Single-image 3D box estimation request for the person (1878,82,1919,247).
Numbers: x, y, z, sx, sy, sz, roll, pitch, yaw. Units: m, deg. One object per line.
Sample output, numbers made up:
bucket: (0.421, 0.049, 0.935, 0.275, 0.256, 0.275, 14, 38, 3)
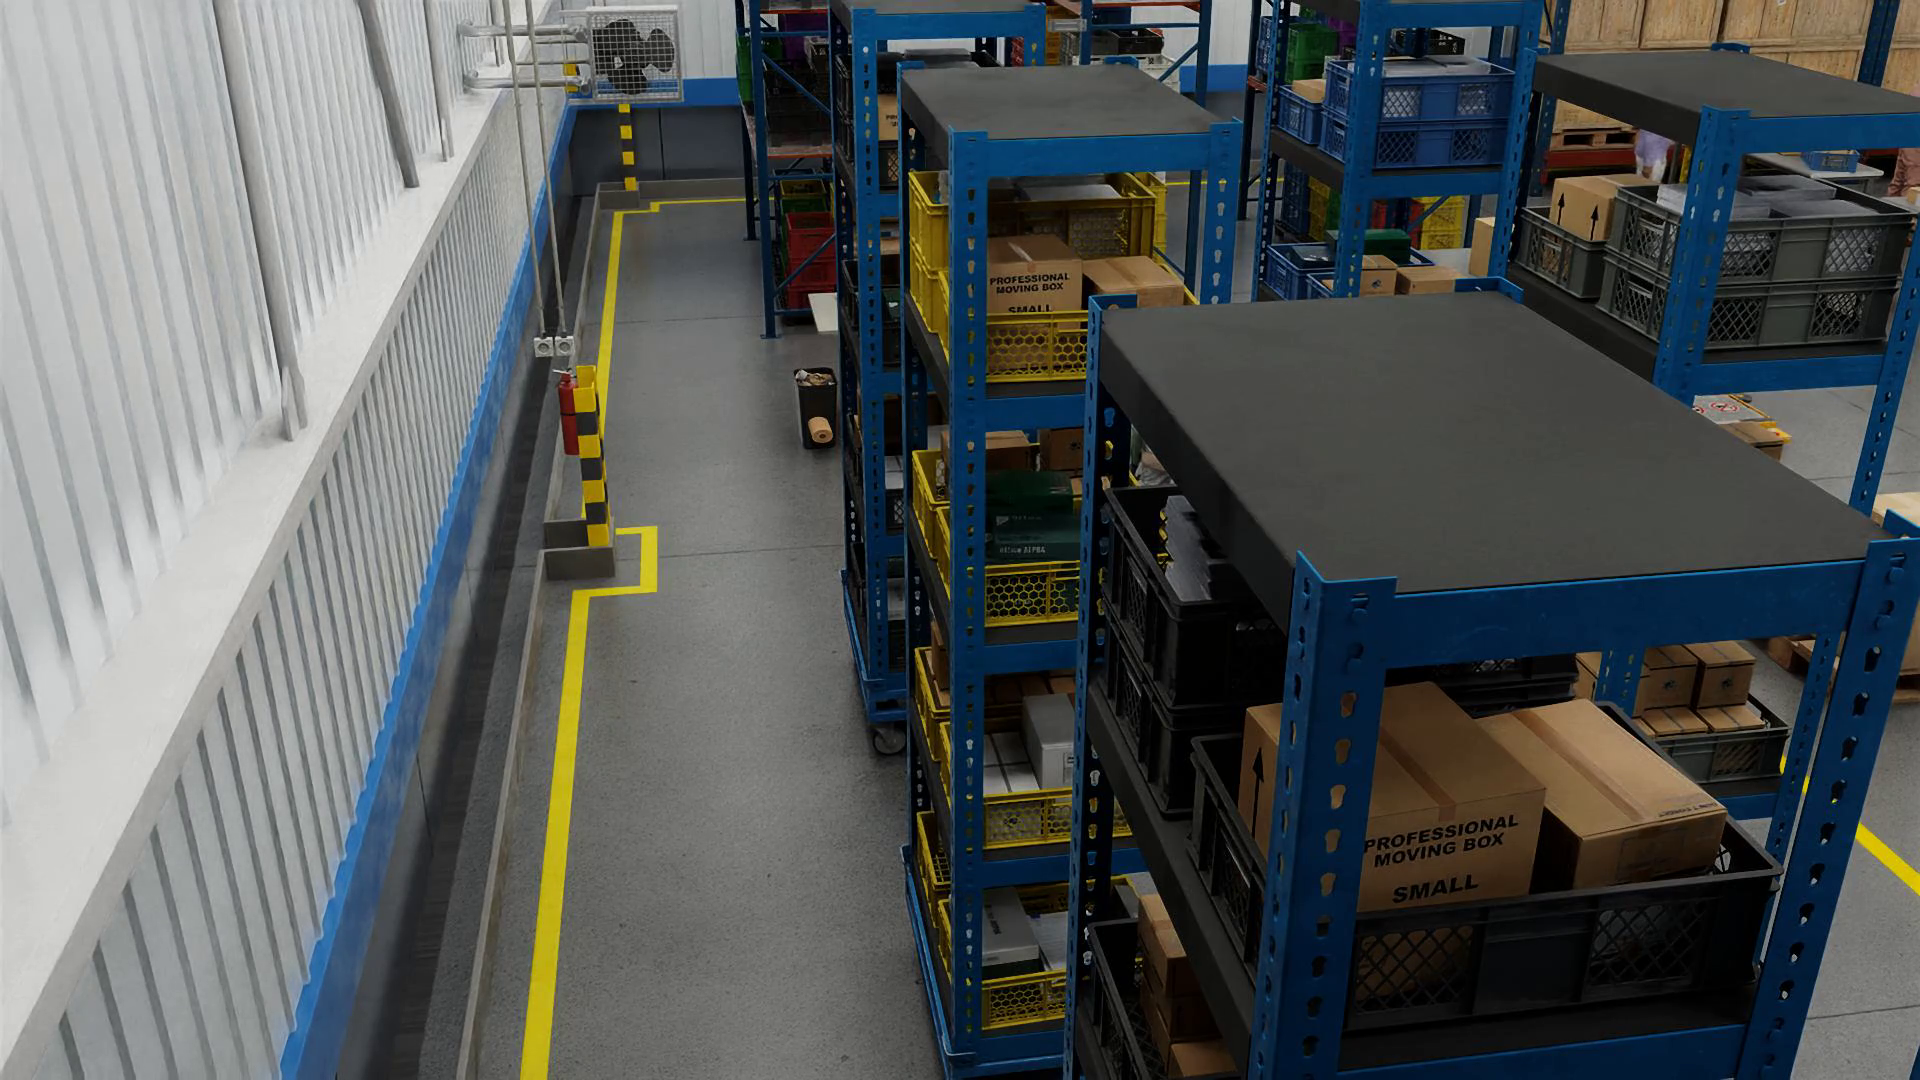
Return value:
person: (9.797, -3.958, 16.944, 0.397, 1.899, 0.644, 3, 25, 6)
